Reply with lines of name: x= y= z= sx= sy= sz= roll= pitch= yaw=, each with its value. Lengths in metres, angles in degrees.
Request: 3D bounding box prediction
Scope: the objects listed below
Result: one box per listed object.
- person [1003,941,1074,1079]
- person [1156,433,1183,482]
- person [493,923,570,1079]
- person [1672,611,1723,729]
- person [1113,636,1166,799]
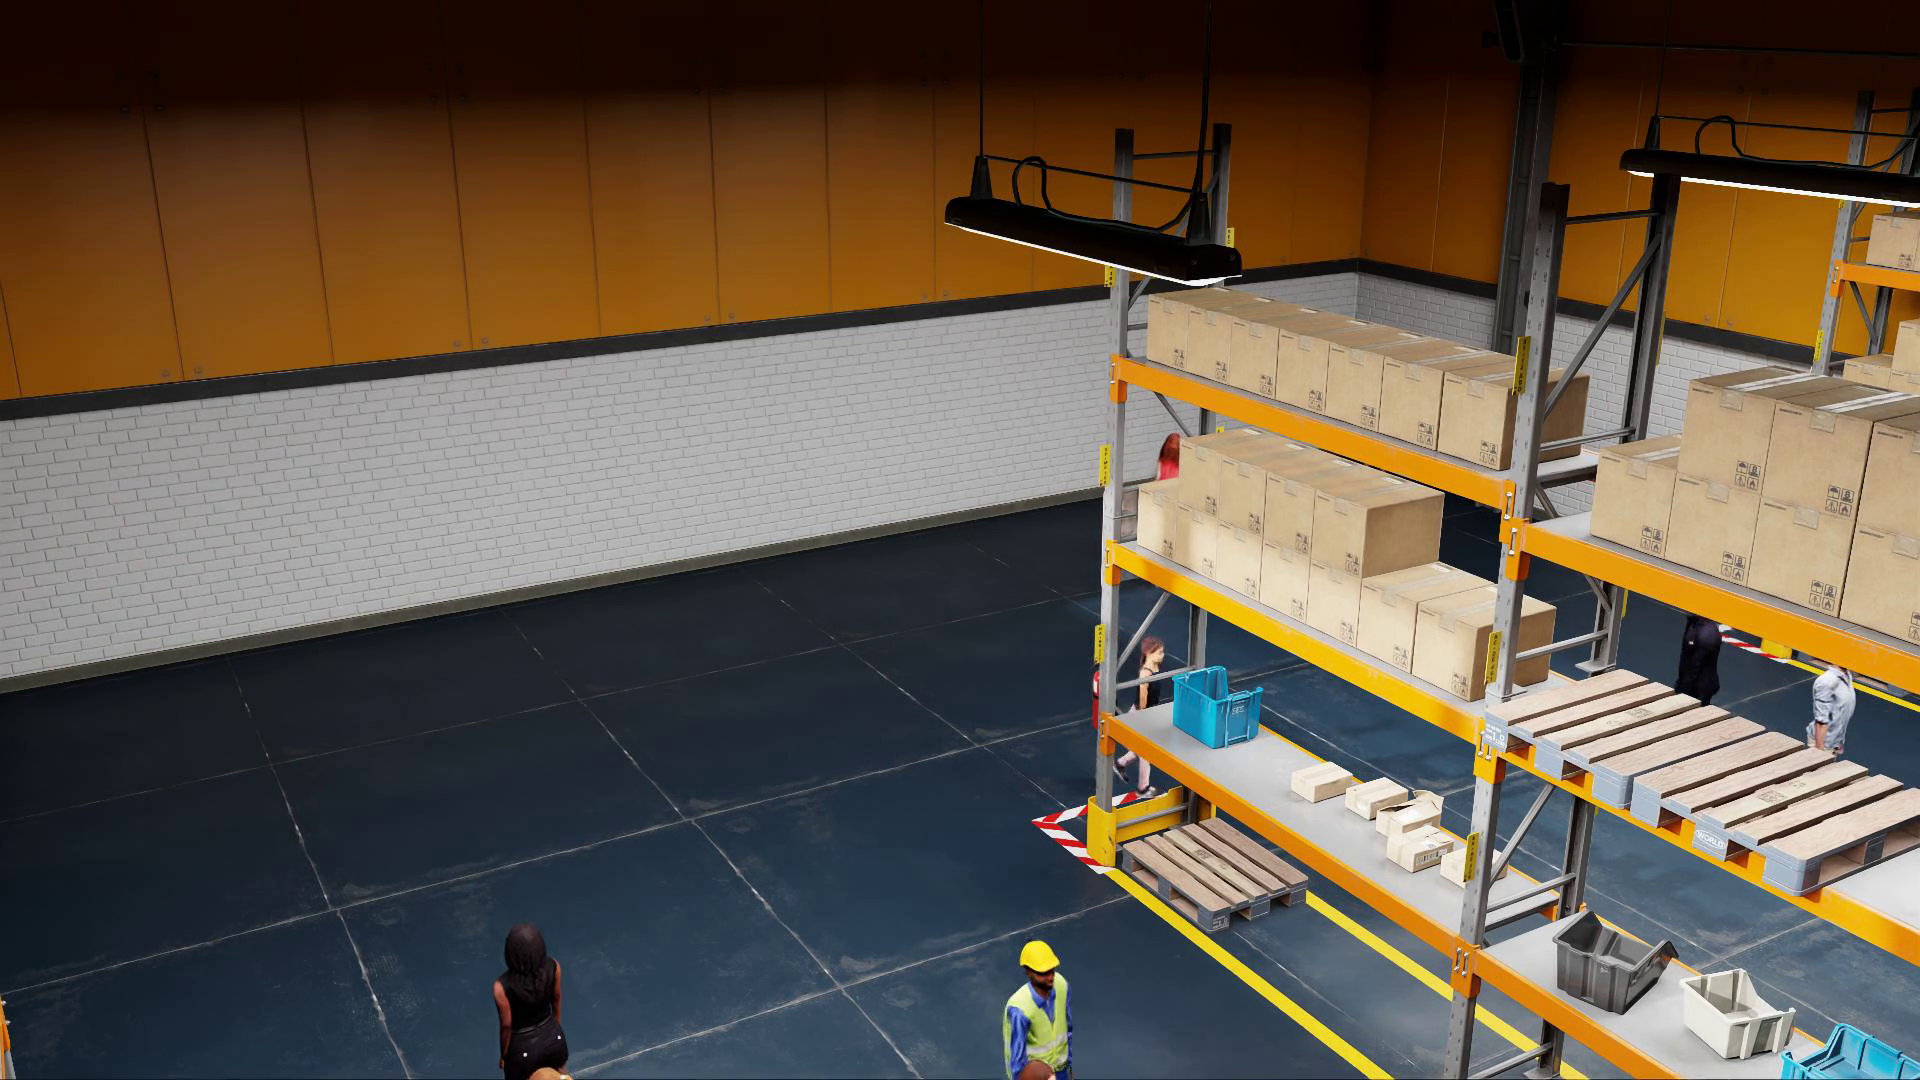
person: x=0.426 y=3.141 z=9.889 sx=0.910 sy=1.801 sz=0.794 roll=17 pitch=25 yaw=41
person: x=2.580 y=-0.391 z=20.372 sx=1.089 sy=1.804 sz=1.022 roll=10 pitch=21 yaw=27
person: x=-2.588 y=3.098 z=10.110 sx=0.640 sy=1.741 sz=0.602 roll=-18 pitch=25 yaw=-42
person: x=6.820 y=1.345 z=15.216 sx=0.898 sy=1.805 sz=0.813 roll=2 pitch=19 yaw=7
person: x=1.597 y=1.572 z=14.940 sx=0.853 sy=1.550 sz=0.794 roll=6 pitch=20 yaw=17
